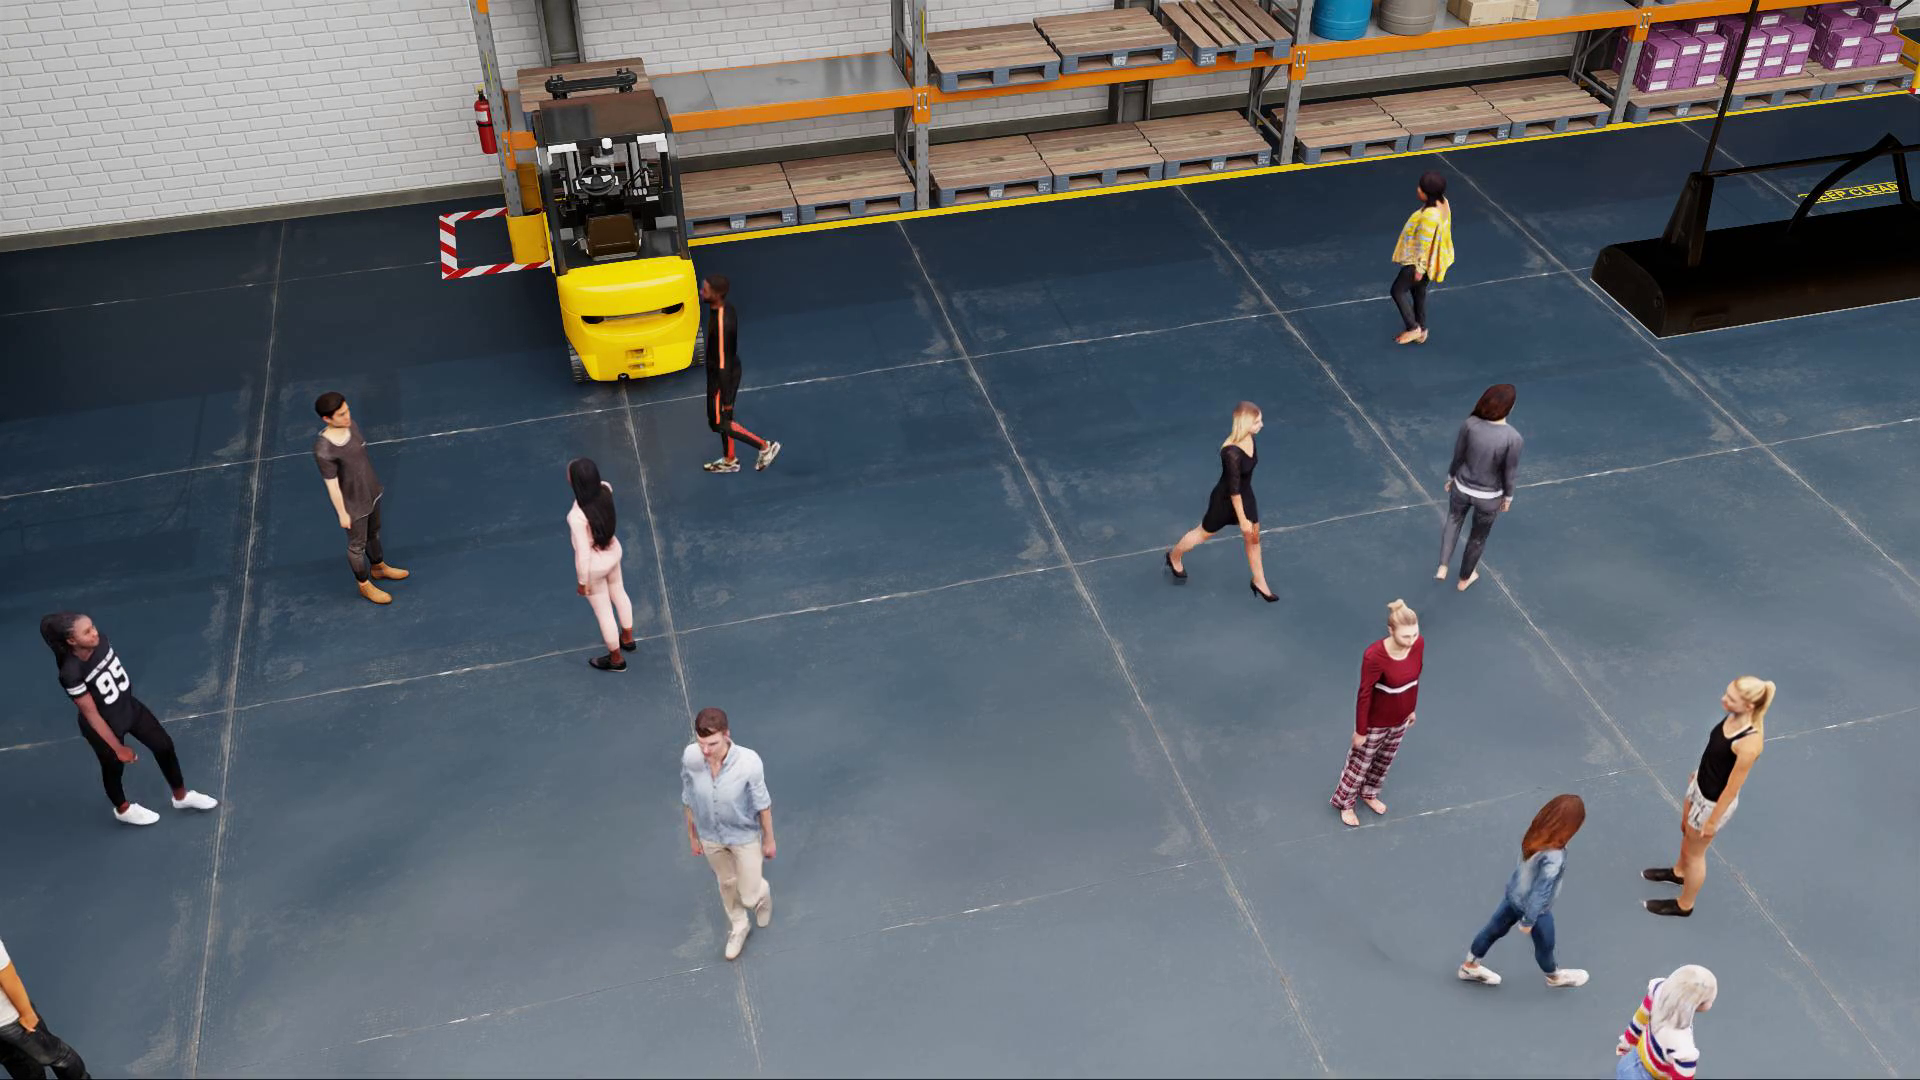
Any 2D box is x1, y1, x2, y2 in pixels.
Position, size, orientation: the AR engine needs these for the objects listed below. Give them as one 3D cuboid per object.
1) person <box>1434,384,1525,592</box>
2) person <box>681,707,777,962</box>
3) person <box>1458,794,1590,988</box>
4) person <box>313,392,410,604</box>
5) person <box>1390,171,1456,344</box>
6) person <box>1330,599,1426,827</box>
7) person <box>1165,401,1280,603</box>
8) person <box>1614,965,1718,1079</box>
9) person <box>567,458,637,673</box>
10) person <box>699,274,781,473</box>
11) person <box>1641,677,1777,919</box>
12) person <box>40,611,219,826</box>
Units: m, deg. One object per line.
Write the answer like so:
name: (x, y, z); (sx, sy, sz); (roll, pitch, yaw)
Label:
person: (3.633, -0.320, 11.750); (0.806, 1.760, 0.864); (23, 44, 26)
person: (-1.252, 1.571, 9.316); (0.801, 1.842, 0.874); (9, 39, 11)
person: (3.048, 1.961, 9.143); (1.012, 1.449, 0.786); (6, 39, 7)
person: (-4.299, -0.332, 11.801); (0.694, 1.715, 0.703); (7, 39, 9)
person: (4.091, -2.404, 14.454); (0.938, 1.641, 0.885); (15, 41, 18)
person: (2.569, 1.050, 10.082); (0.523, 1.700, 0.728); (-18, 42, -22)
person: (1.831, -0.271, 11.794); (1.095, 1.628, 1.058); (20, 43, 23)
person: (3.220, 2.632, 8.038); (1.090, 1.780, 0.905); (4, 39, 6)
person: (-2.416, 0.158, 11.183); (0.721, 1.720, 0.700); (13, 40, 15)
person: (-1.744, -1.256, 12.895); (0.918, 1.793, 0.724); (-3, 39, -4)
person: (4.304, 1.443, 9.478); (0.673, 1.840, 0.674); (10, 40, 12)
person: (-5.179, 1.103, 10.008); (0.934, 1.711, 0.787); (5, 39, 6)
